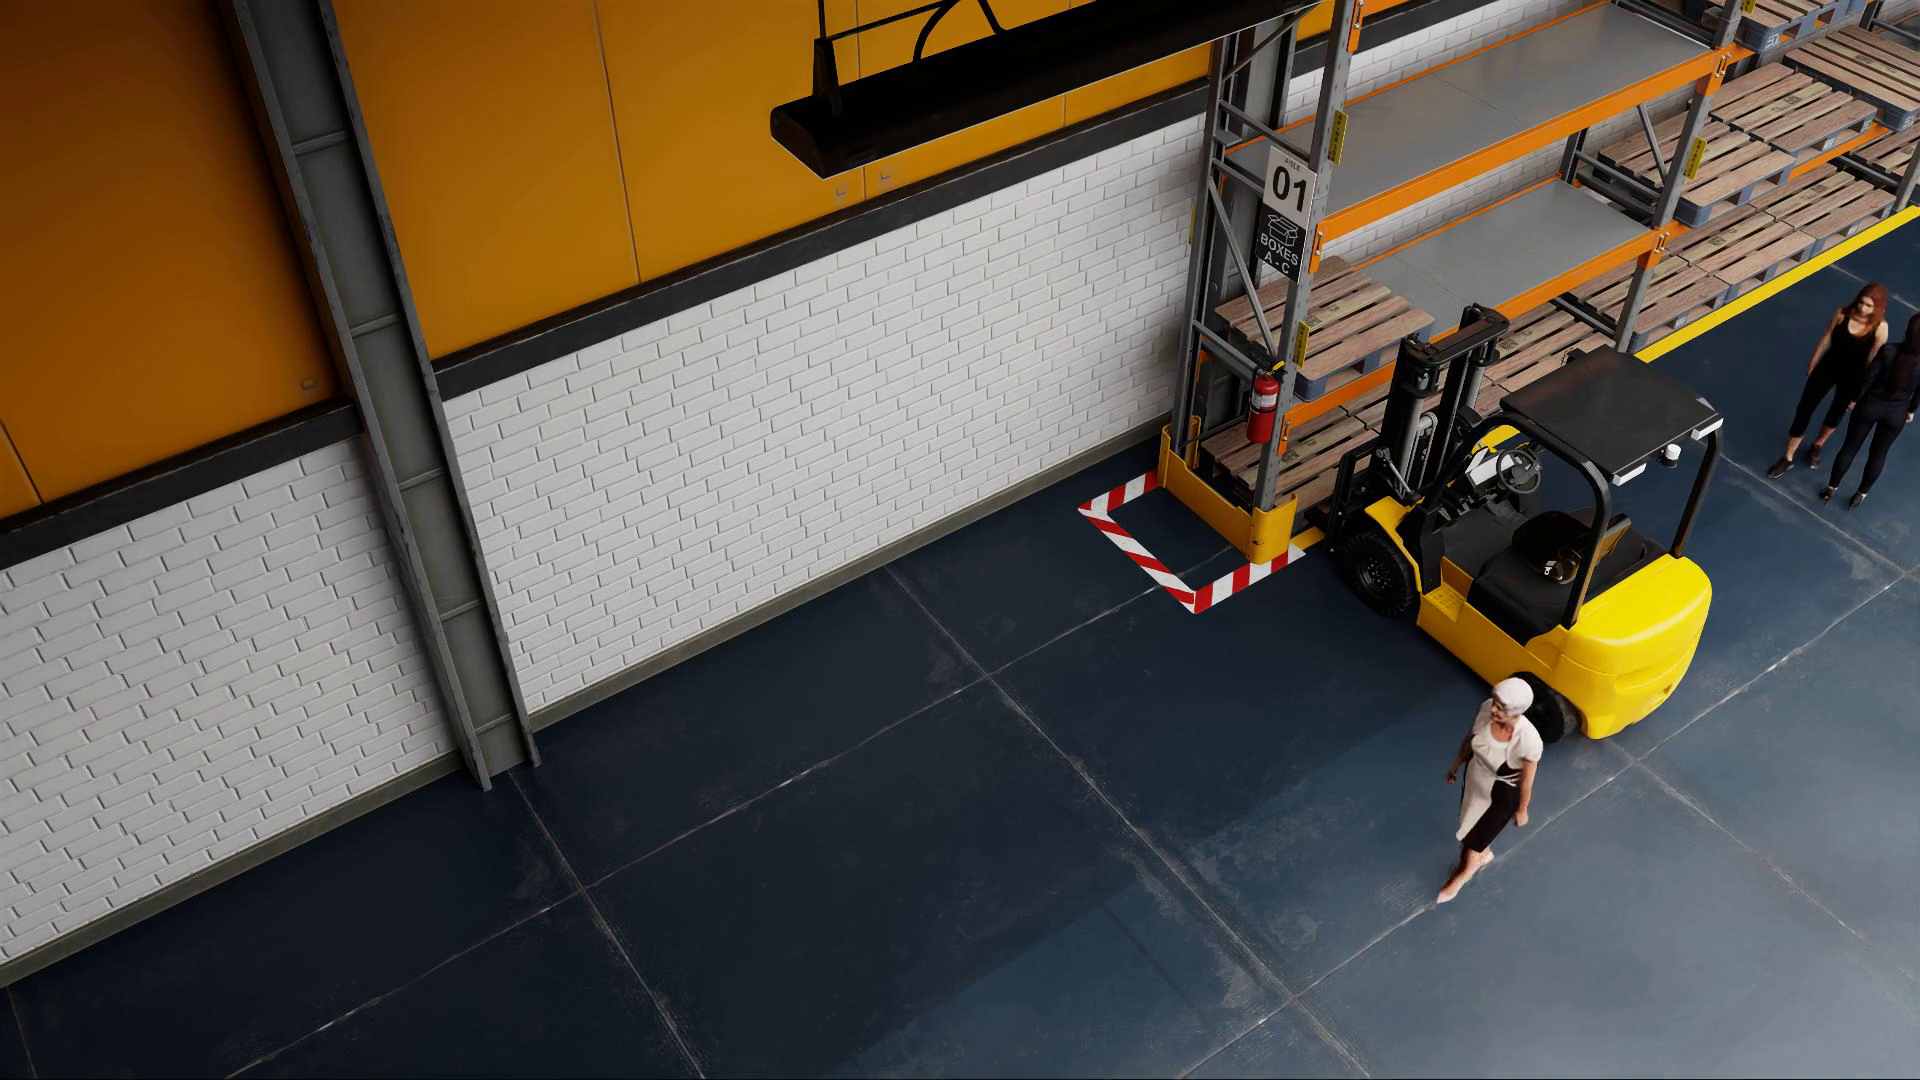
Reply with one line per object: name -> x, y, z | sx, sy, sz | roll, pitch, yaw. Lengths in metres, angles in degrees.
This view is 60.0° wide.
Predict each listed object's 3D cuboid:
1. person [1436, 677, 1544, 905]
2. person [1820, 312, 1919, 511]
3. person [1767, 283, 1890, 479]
person -> 3.112, 1.390, 9.506 | 0.751, 1.732, 0.703 | -18, 47, -18
person -> 6.624, -0.924, 11.947 | 0.640, 1.715, 0.637 | 18, 46, 18
person -> 6.528, -1.240, 12.288 | 0.743, 1.702, 0.910 | 23, 48, 22
